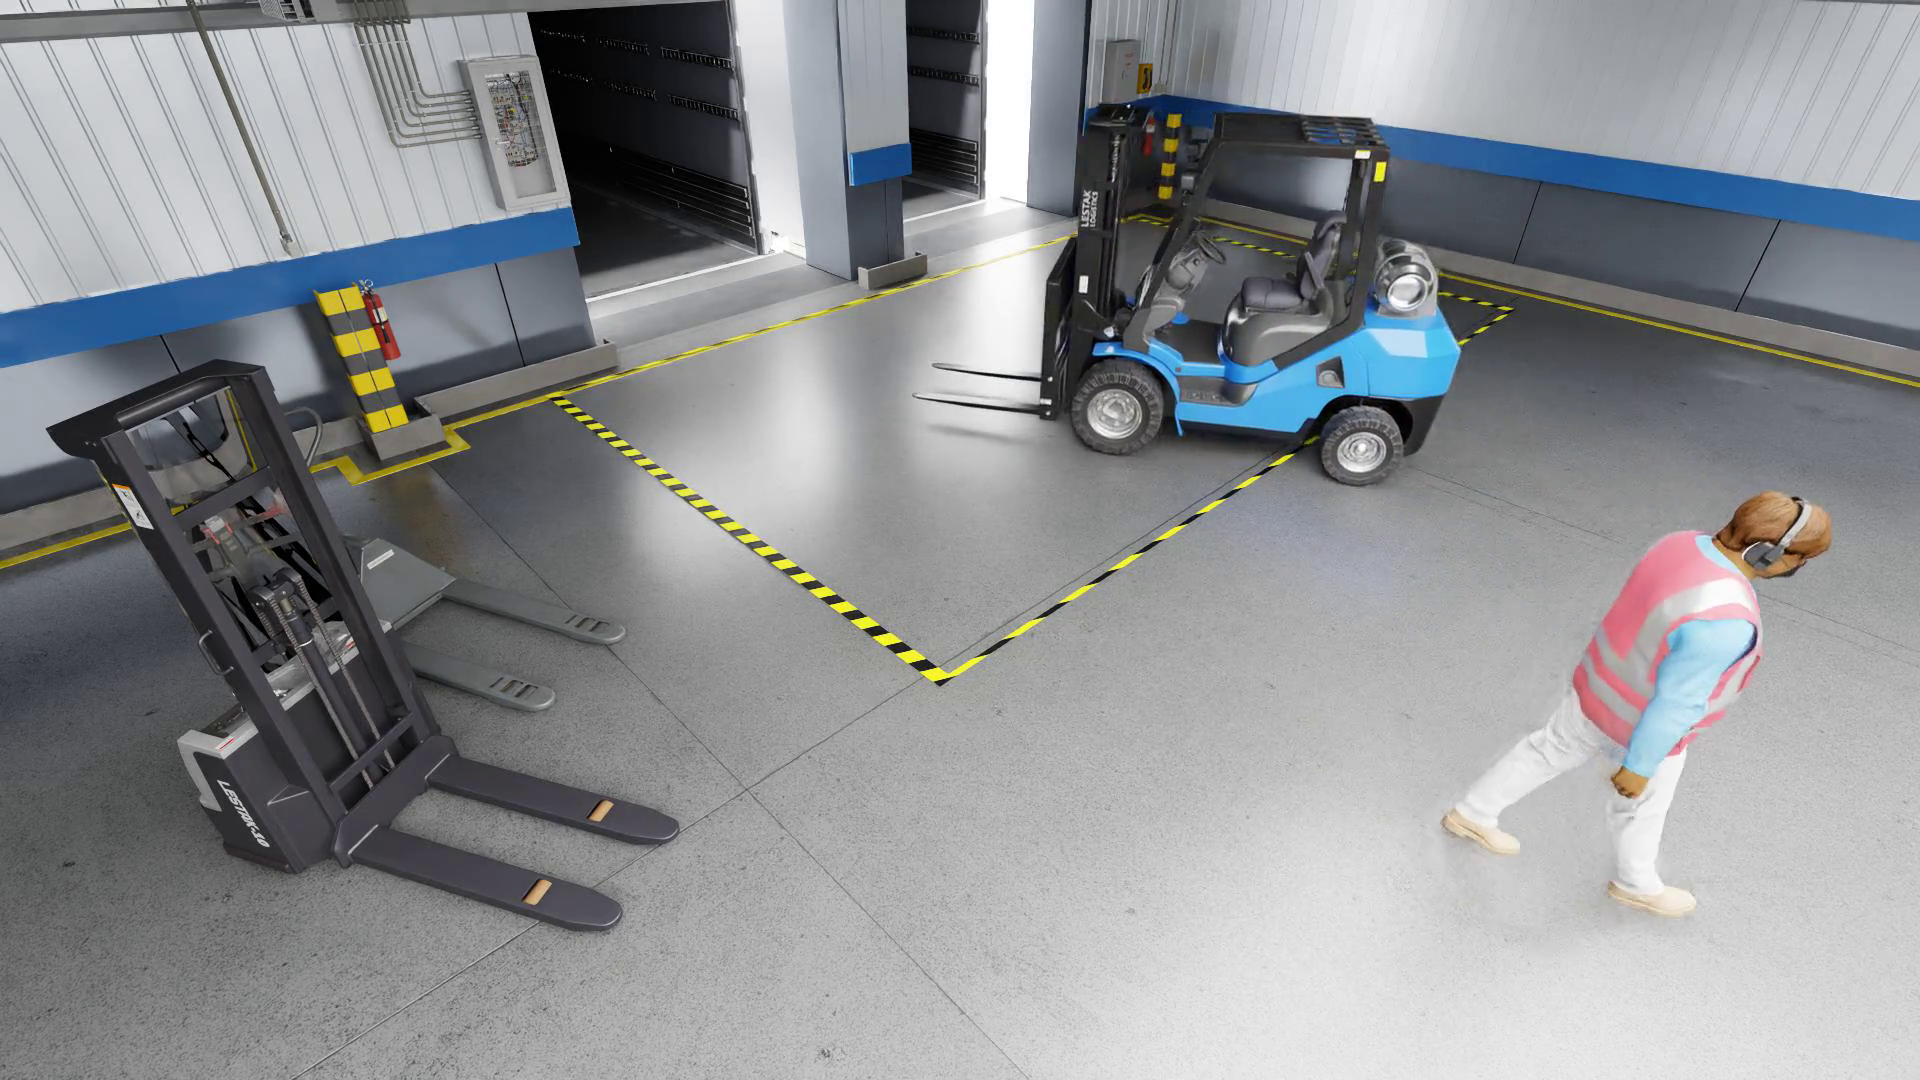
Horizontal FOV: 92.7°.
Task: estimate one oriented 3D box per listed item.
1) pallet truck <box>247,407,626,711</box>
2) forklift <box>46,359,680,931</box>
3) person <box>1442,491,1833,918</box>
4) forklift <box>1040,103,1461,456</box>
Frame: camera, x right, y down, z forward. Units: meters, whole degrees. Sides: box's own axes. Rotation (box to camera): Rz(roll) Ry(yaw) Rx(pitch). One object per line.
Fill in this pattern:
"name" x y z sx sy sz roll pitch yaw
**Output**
"pallet truck" -2.628 0.038 4.590 1.601 1.201 0.680 12 36 18
"forklift" -2.135 0.422 3.354 1.885 1.965 0.823 10 35 14
"person" 2.457 0.616 3.270 0.886 1.786 0.681 10 35 14
"forklift" 2.014 -1.808 6.316 2.680 2.036 1.157 8 35 12
